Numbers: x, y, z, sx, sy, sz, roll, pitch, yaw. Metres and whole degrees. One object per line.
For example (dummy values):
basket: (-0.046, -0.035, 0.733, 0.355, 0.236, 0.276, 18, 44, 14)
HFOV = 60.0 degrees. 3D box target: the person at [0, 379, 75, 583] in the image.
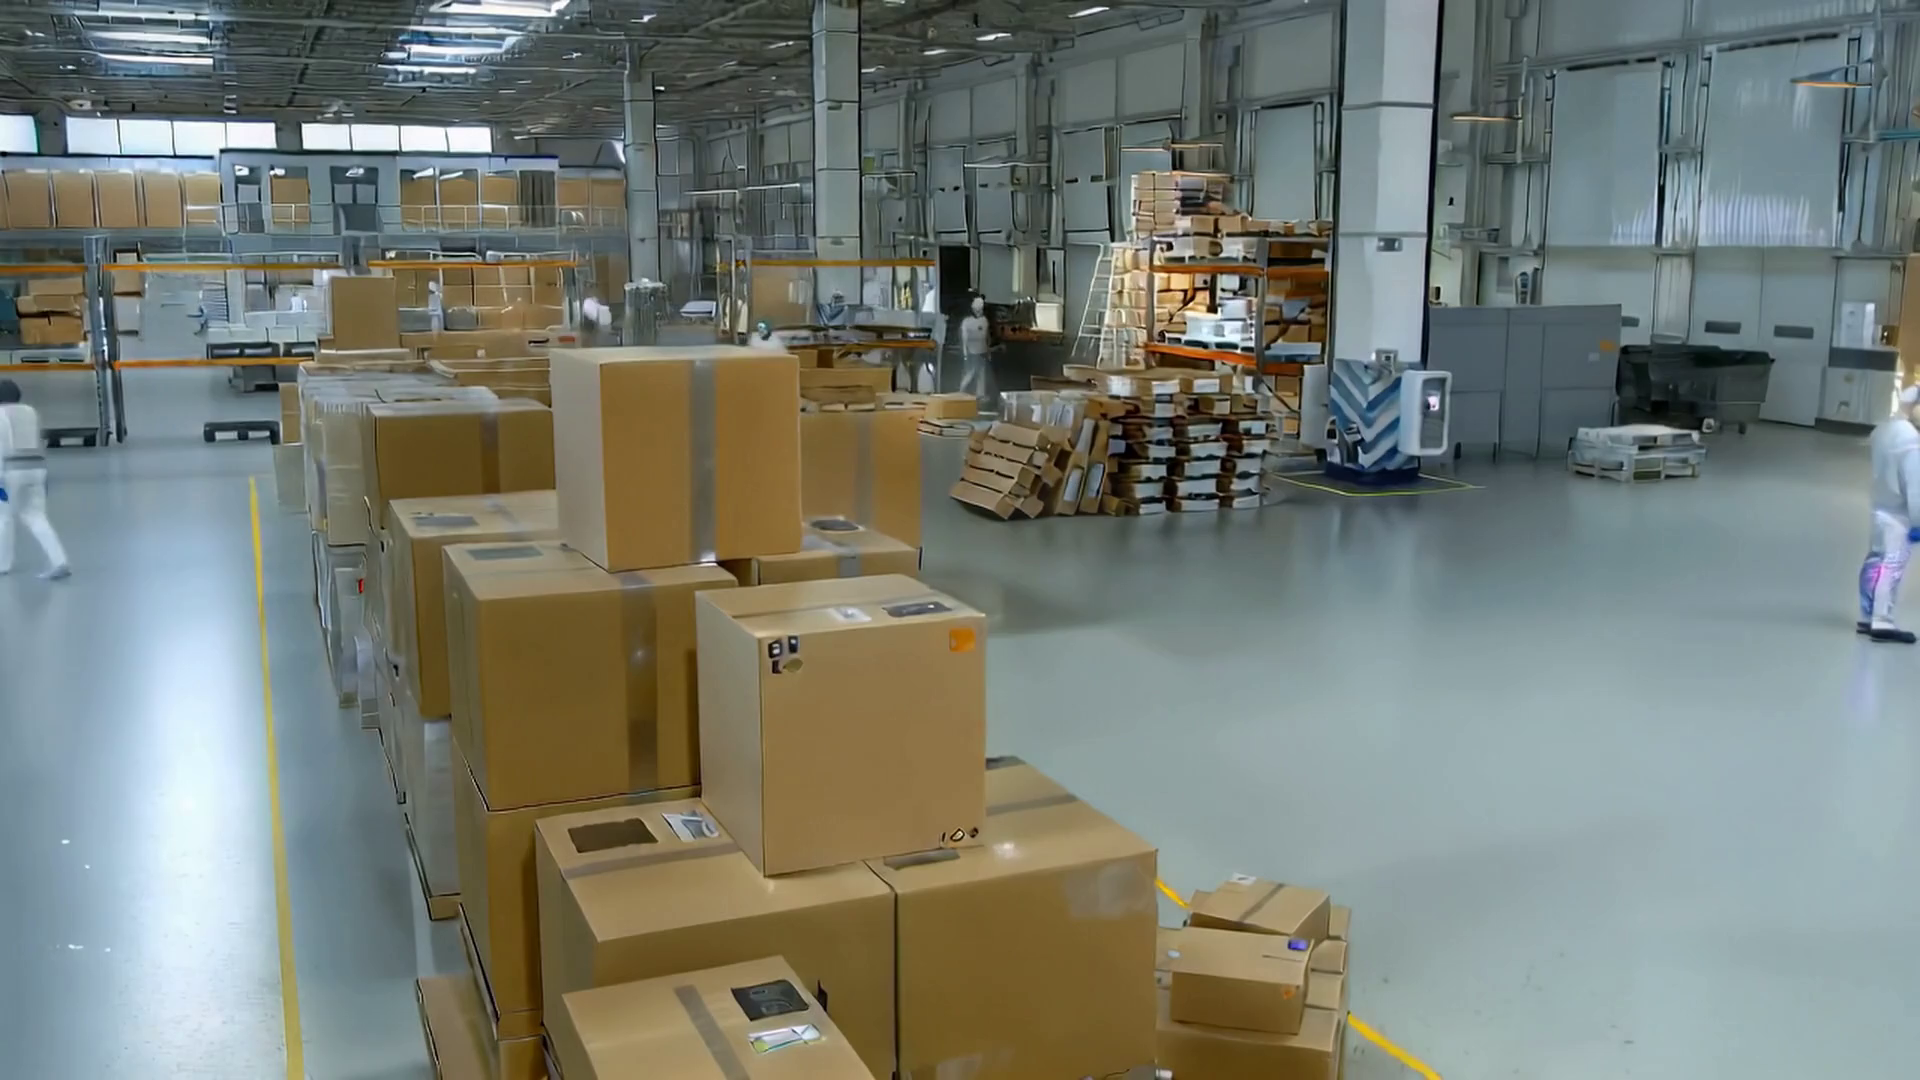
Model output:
person: (-8.188, -0.510, 14.536, 0.801, 1.792, 0.643, 5, 11, 25)

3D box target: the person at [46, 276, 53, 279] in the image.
person: (-27.728, -7.106, 50.659, 0.666, 1.865, 0.582, 1, 10, 8)

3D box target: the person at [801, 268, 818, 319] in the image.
person: (-5.390, -9.020, 61.025, 0.814, 1.927, 0.607, -6, 12, -29)

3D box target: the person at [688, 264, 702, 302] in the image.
person: (-12.414, -12.006, 77.824, 0.649, 1.813, 0.509, -5, 12, -26)

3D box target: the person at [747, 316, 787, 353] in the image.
person: (-2.720, -2.189, 23.381, 0.651, 1.923, 0.459, 5, 11, 26)

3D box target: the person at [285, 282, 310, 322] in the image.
person: (-16.062, -5.272, 40.370, 0.566, 1.930, 0.389, -6, 12, -29)

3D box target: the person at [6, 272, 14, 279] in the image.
person: (-30.399, -7.625, 53.318, 0.374, 1.934, 0.549, 3, 11, 18)

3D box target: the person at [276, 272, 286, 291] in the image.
person: (-22.213, -7.810, 54.398, 0.386, 1.917, 0.591, 0, 10, 2)

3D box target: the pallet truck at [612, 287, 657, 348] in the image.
pallet truck: (-6.464, -4.406, 35.401, 0.823, 1.965, 1.885, 6, 12, 32)

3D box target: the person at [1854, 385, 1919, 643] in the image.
person: (6.961, -0.191, 12.378, 0.368, 1.929, 0.637, 0, 10, 1)

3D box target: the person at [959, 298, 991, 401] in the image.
person: (0.269, -3.523, 30.802, 0.592, 1.911, 0.607, -7, 12, -34)

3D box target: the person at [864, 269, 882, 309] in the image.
person: (-2.982, -8.275, 56.884, 0.619, 1.933, 1.062, -1, 10, -8)

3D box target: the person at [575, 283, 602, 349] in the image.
person: (-8.303, -4.821, 37.574, 0.825, 2.000, 0.693, 3, 11, 15)

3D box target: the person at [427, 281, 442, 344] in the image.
person: (-14.058, -5.995, 44.510, 0.351, 1.878, 0.568, -9, 13, -40)
